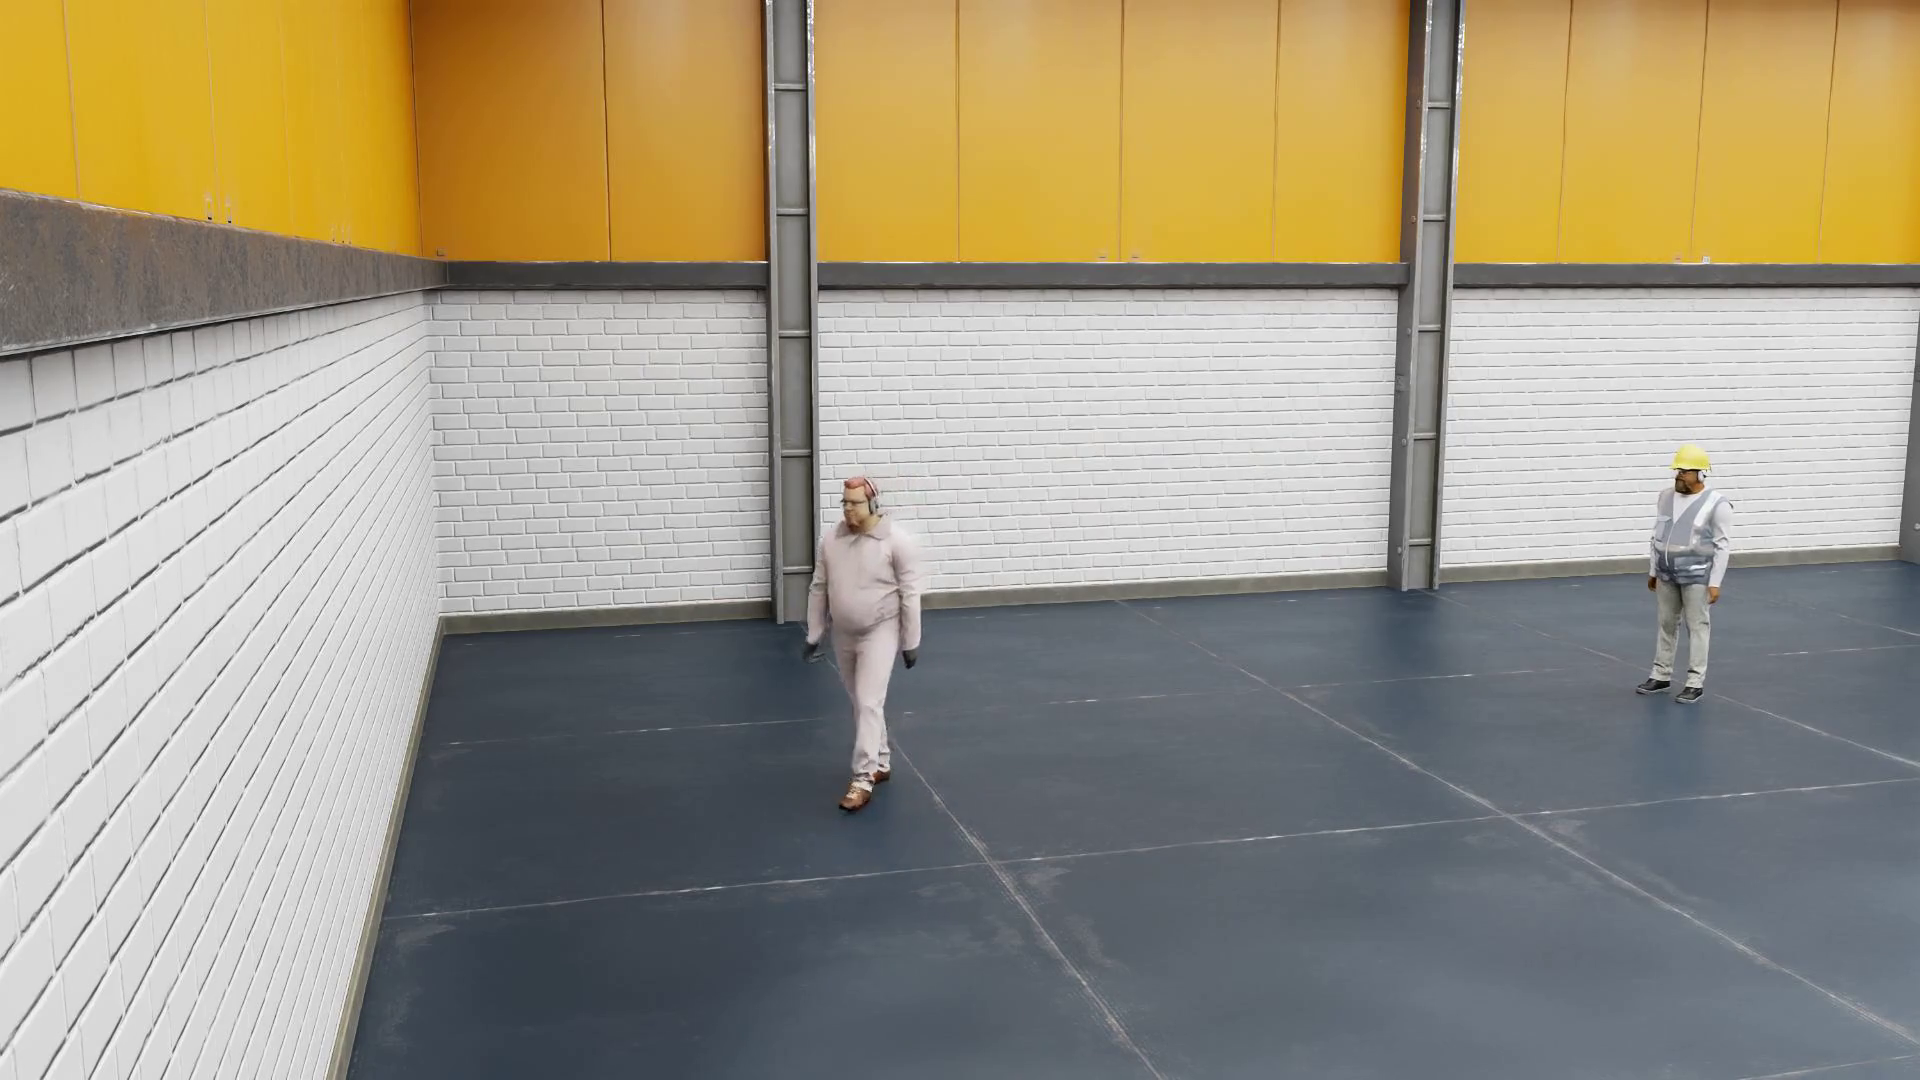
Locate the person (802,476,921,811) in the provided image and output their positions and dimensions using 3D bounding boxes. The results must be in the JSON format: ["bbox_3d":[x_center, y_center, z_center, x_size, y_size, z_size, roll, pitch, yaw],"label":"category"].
[{"bbox_3d":[-0.614,0.577,9.535,0.642,1.874,0.863,6,11,32],"label":"person"}]

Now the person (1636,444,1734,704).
[{"bbox_3d":[5.133,0.235,11.797,0.404,1.835,0.587,-5,10,-29],"label":"person"}]
